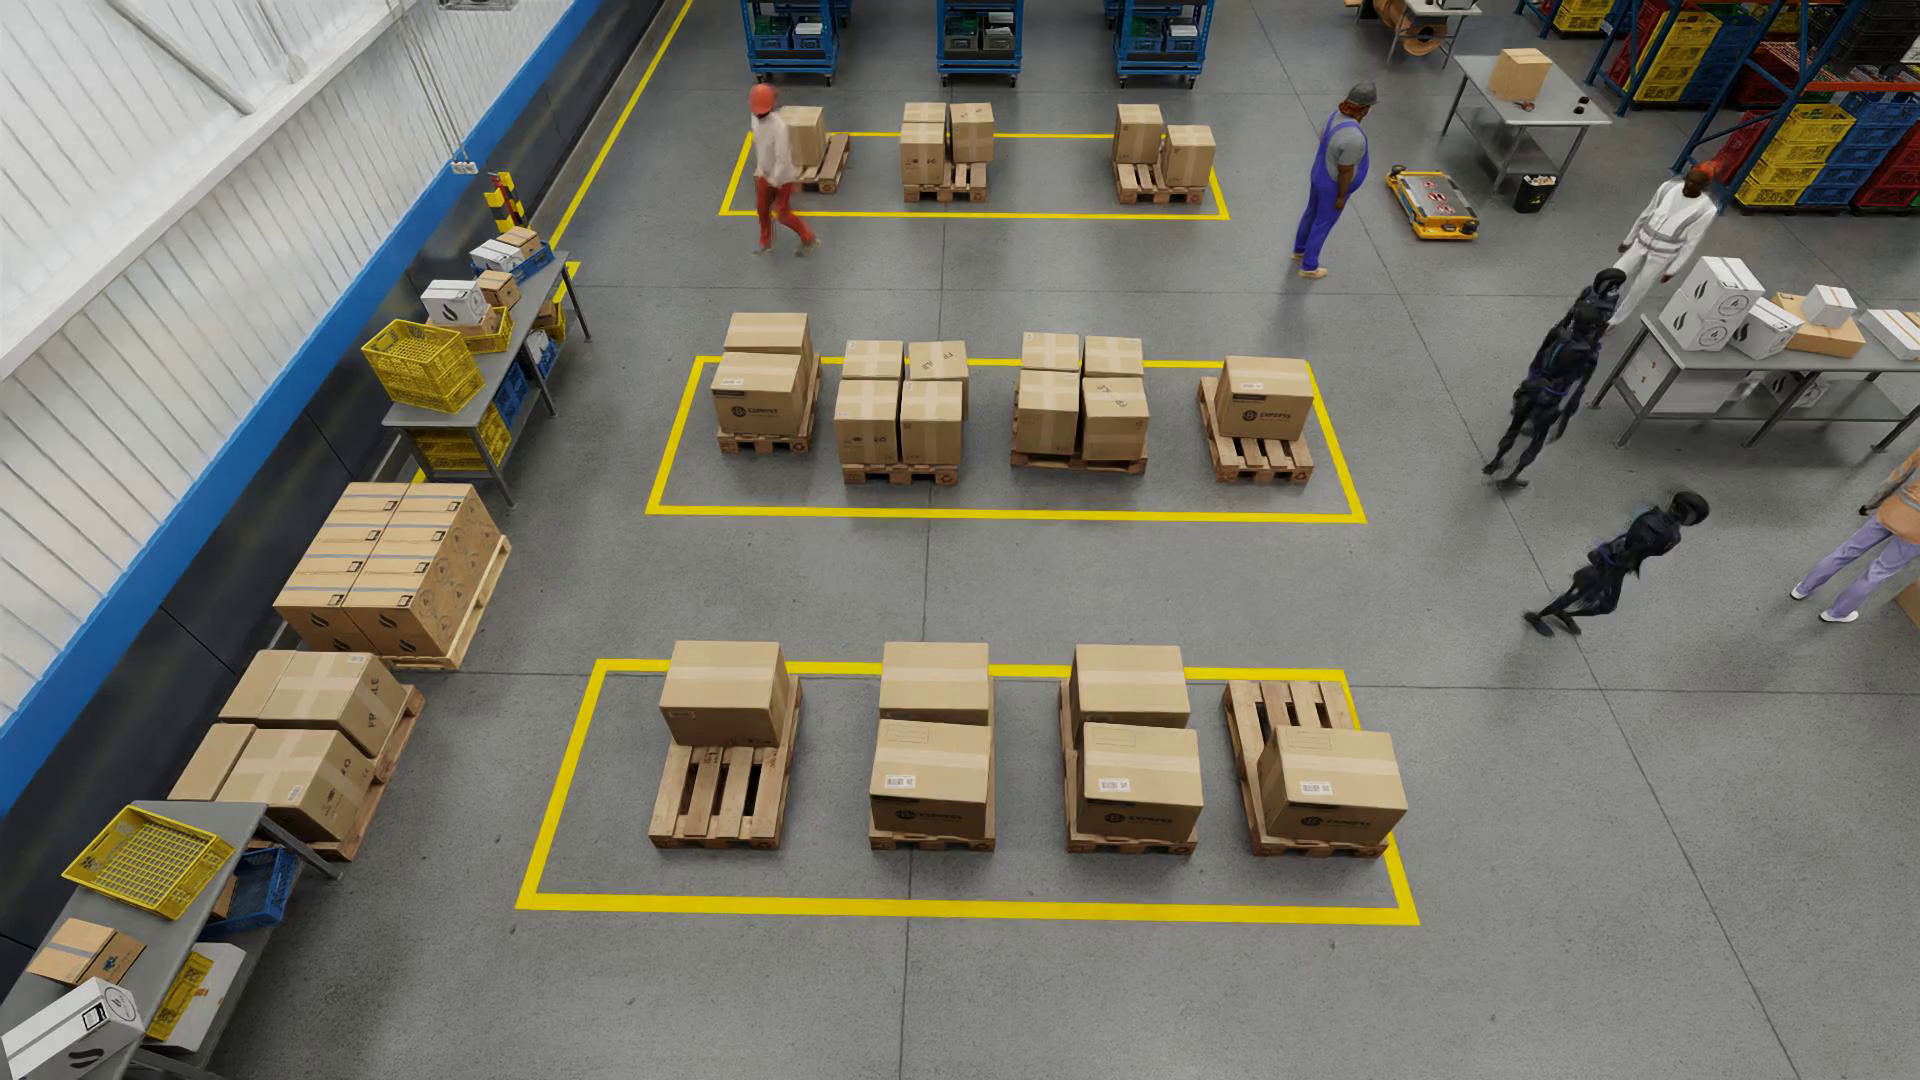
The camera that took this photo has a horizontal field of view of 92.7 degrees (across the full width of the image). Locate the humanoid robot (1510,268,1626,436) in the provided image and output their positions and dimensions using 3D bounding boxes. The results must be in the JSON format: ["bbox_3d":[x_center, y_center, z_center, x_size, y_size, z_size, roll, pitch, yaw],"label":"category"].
[{"bbox_3d":[5.327,-1.630,8.012,0.326,1.650,0.597,5,49,4],"label":"humanoid robot"}]

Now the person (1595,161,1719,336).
[{"bbox_3d":[6.633,-2.745,8.855,0.617,1.859,0.620,-23,53,-18],"label":"person"}]

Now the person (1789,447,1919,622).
[{"bbox_3d":[6.788,-0.126,6.550,0.377,1.922,0.584,-16,51,-13],"label":"person"}]

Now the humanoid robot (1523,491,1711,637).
[{"bbox_3d":[4.581,0.181,6.457,0.598,1.625,0.489,-20,52,-17],"label":"humanoid robot"}]

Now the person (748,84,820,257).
[{"bbox_3d":[-1.959,-3.931,9.828,0.657,1.943,0.627,-34,57,-26],"label":"person"}]

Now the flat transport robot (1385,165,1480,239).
[{"bbox_3d":[5.692,-4.094,11.059,0.652,0.197,1.431,1,49,1],"label":"flat transport robot"}]

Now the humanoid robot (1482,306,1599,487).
[{"bbox_3d":[4.884,-1.193,7.646,0.429,1.634,0.642,-12,50,-10],"label":"humanoid robot"}]

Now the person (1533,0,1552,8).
[{"bbox_3d":[9.909,-9.635,14.888,0.323,1.760,0.522,-17,51,-15],"label":"person"}]

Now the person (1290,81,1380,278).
[{"bbox_3d":[3.958,-3.773,9.628,0.535,2.000,0.681,-2,49,-2],"label":"person"}]
